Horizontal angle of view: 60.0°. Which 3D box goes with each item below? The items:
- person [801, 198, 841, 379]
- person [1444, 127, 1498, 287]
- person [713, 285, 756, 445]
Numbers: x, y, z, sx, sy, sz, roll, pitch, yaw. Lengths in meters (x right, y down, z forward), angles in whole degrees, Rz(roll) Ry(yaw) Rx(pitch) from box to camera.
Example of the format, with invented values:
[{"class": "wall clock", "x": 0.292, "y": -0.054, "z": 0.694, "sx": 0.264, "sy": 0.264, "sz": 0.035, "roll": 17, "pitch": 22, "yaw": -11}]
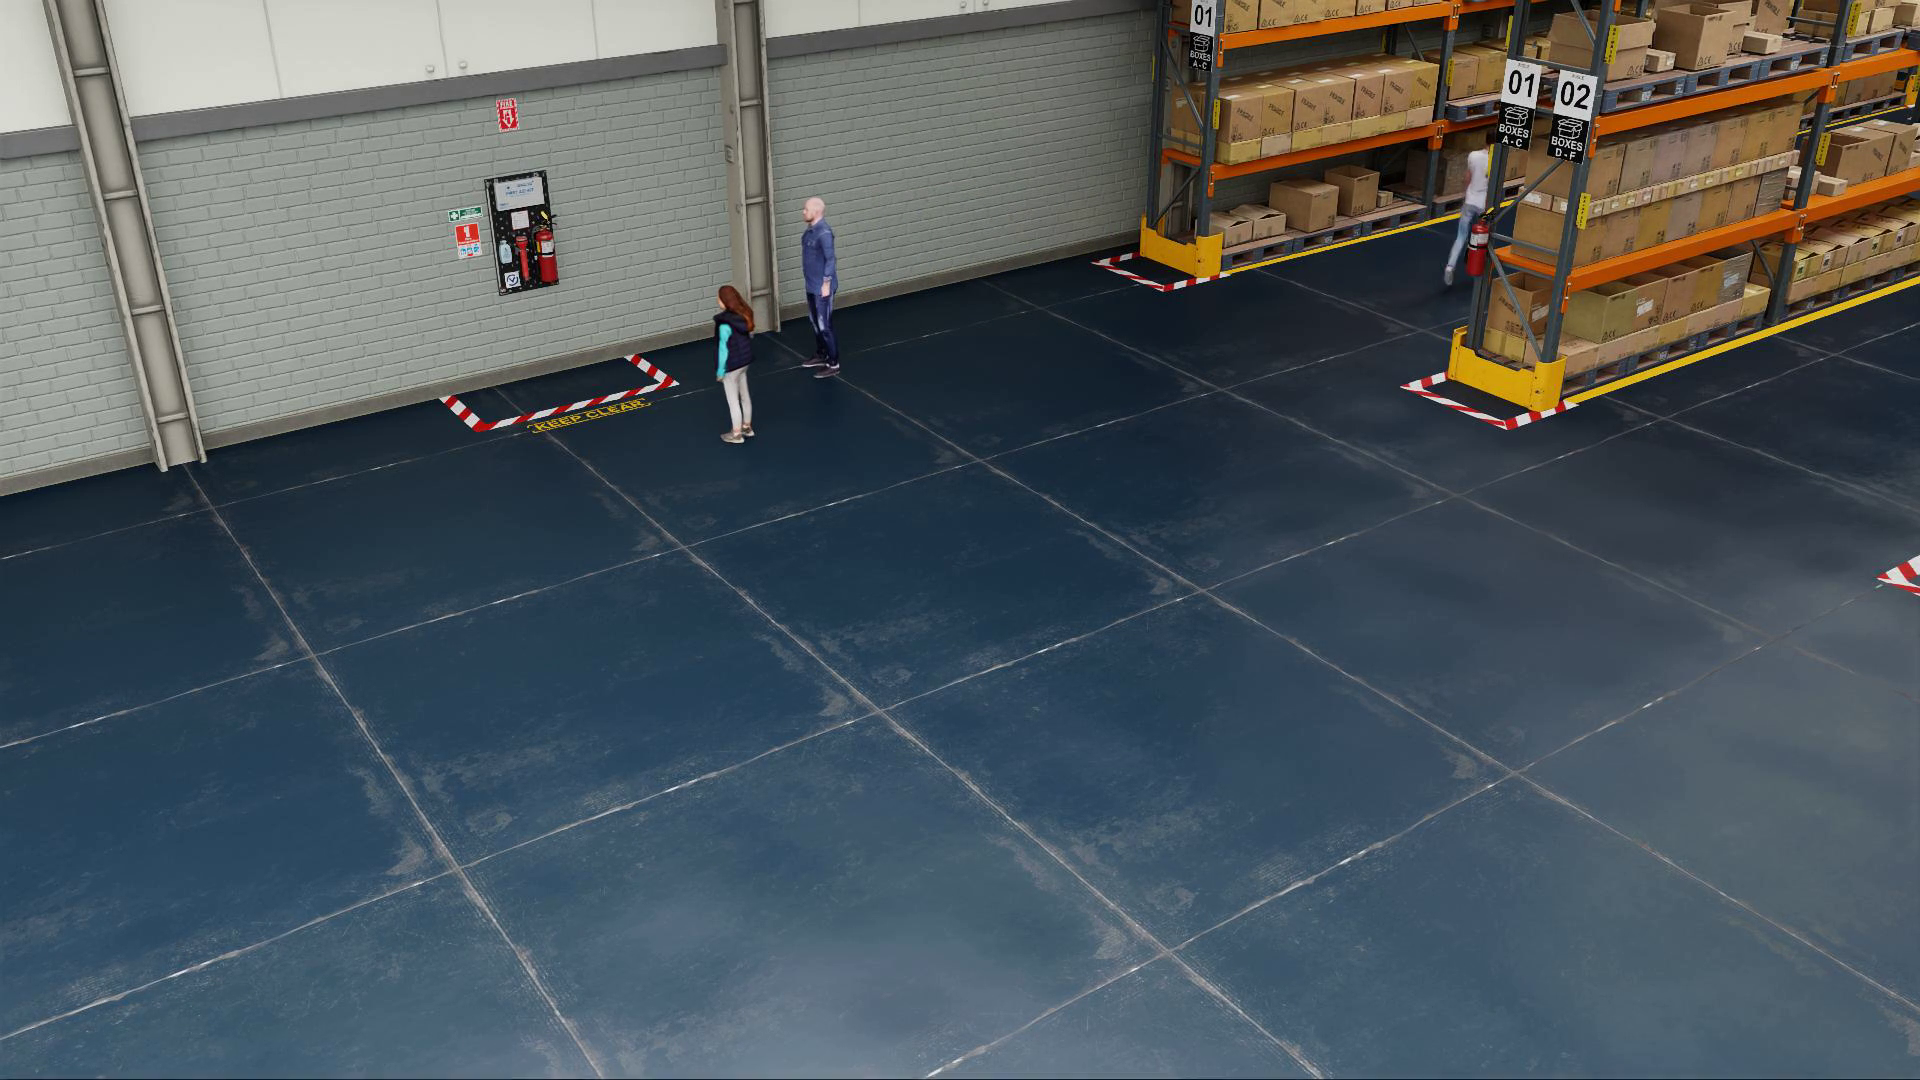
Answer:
[{"class": "person", "x": -1.417, "y": -2.557, "z": 16.769, "sx": 0.648, "sy": 1.824, "sz": 0.765, "roll": -11, "pitch": 29, "yaw": -21}, {"class": "person", "x": 5.954, "y": -3.818, "z": 19.220, "sx": 0.907, "sy": 1.822, "sz": 1.252, "roll": 19, "pitch": 33, "yaw": 32}, {"class": "person", "x": -2.062, "y": -1.635, "z": 15.331, "sx": 0.745, "sy": 1.502, "sz": 0.670, "roll": 10, "pitch": 29, "yaw": 19}]
